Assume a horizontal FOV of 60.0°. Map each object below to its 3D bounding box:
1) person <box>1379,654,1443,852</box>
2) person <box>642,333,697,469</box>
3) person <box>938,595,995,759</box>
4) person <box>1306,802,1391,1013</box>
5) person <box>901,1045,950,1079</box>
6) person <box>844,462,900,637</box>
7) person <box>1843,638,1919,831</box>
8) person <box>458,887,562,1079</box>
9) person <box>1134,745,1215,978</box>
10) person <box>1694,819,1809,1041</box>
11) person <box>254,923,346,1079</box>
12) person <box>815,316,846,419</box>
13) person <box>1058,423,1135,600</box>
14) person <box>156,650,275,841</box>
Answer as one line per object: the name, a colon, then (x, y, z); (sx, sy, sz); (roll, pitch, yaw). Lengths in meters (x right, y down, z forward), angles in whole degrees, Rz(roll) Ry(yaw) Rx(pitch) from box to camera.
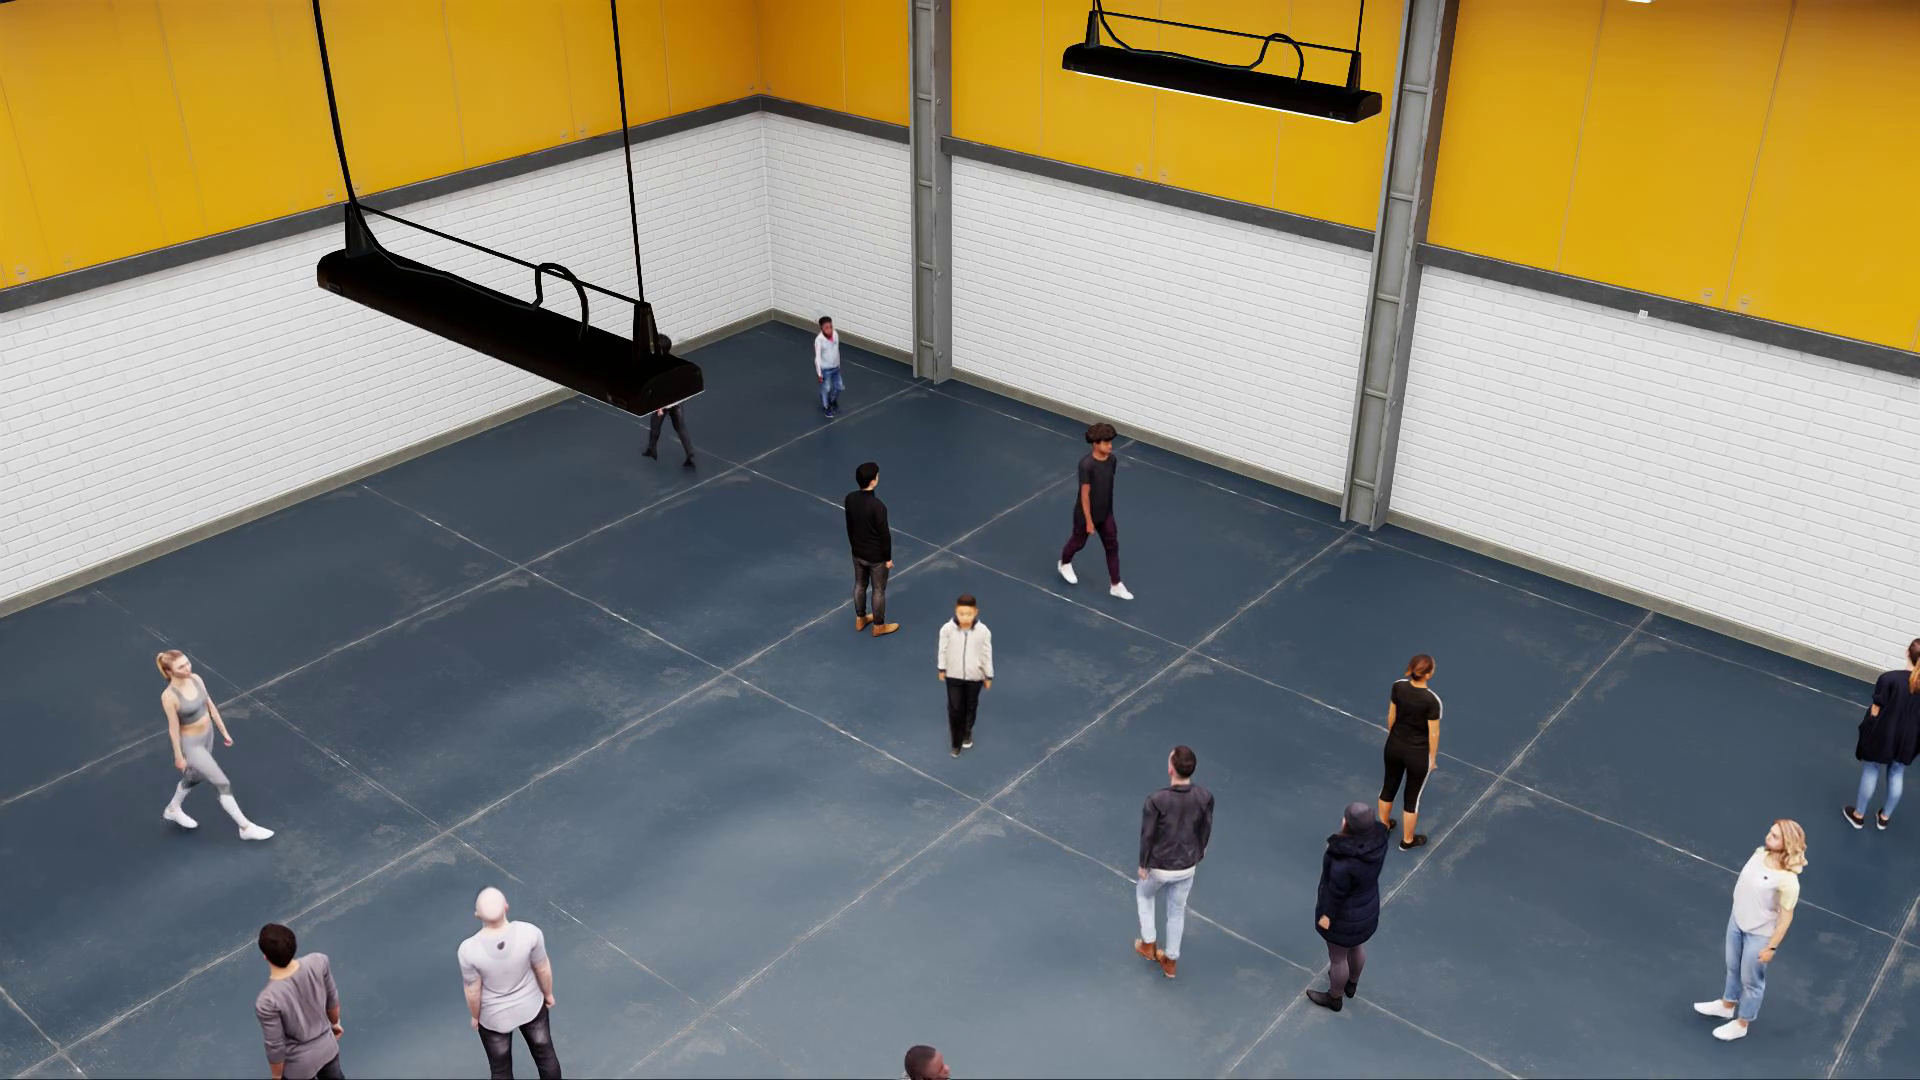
person: (3.376, 1.577, 12.513); (0.673, 1.668, 0.506); (-22, 36, -35)
person: (-3.152, -1.482, 18.248); (0.948, 1.546, 0.592); (22, 36, 35)
person: (0.040, 1.049, 13.715); (0.753, 1.445, 0.816); (-1, 29, -2)
person: (2.575, 2.408, 10.984); (0.685, 1.674, 0.669); (-25, 37, -38)
person: (-0.295, 3.439, 8.944); (1.209, 1.818, 1.091); (1, 29, 2)
person: (-0.823, 0.077, 15.205); (0.465, 1.722, 0.703); (21, 35, 33)
person: (7.123, 1.478, 12.678); (0.655, 1.683, 0.775); (6, 29, 11)
person: (-2.715, 2.821, 10.055); (0.750, 1.838, 0.743); (-12, 31, -20)
person: (1.443, 2.216, 11.177); (0.808, 1.825, 0.845); (-6, 29, -11)
person: (5.159, 2.504, 10.755); (0.766, 1.723, 0.700); (-3, 29, -6)
person: (-3.826, 2.983, 9.742); (0.611, 1.854, 0.716); (15, 32, 25)
person: (-1.579, -2.072, 19.639); (0.553, 1.249, 0.588); (-18, 34, -30)
person: (1.224, -0.312, 15.896); (0.815, 1.745, 1.188); (-19, 34, -31)
person: (-5.836, 1.552, 12.567); (1.208, 1.661, 0.972); (5, 29, 9)
